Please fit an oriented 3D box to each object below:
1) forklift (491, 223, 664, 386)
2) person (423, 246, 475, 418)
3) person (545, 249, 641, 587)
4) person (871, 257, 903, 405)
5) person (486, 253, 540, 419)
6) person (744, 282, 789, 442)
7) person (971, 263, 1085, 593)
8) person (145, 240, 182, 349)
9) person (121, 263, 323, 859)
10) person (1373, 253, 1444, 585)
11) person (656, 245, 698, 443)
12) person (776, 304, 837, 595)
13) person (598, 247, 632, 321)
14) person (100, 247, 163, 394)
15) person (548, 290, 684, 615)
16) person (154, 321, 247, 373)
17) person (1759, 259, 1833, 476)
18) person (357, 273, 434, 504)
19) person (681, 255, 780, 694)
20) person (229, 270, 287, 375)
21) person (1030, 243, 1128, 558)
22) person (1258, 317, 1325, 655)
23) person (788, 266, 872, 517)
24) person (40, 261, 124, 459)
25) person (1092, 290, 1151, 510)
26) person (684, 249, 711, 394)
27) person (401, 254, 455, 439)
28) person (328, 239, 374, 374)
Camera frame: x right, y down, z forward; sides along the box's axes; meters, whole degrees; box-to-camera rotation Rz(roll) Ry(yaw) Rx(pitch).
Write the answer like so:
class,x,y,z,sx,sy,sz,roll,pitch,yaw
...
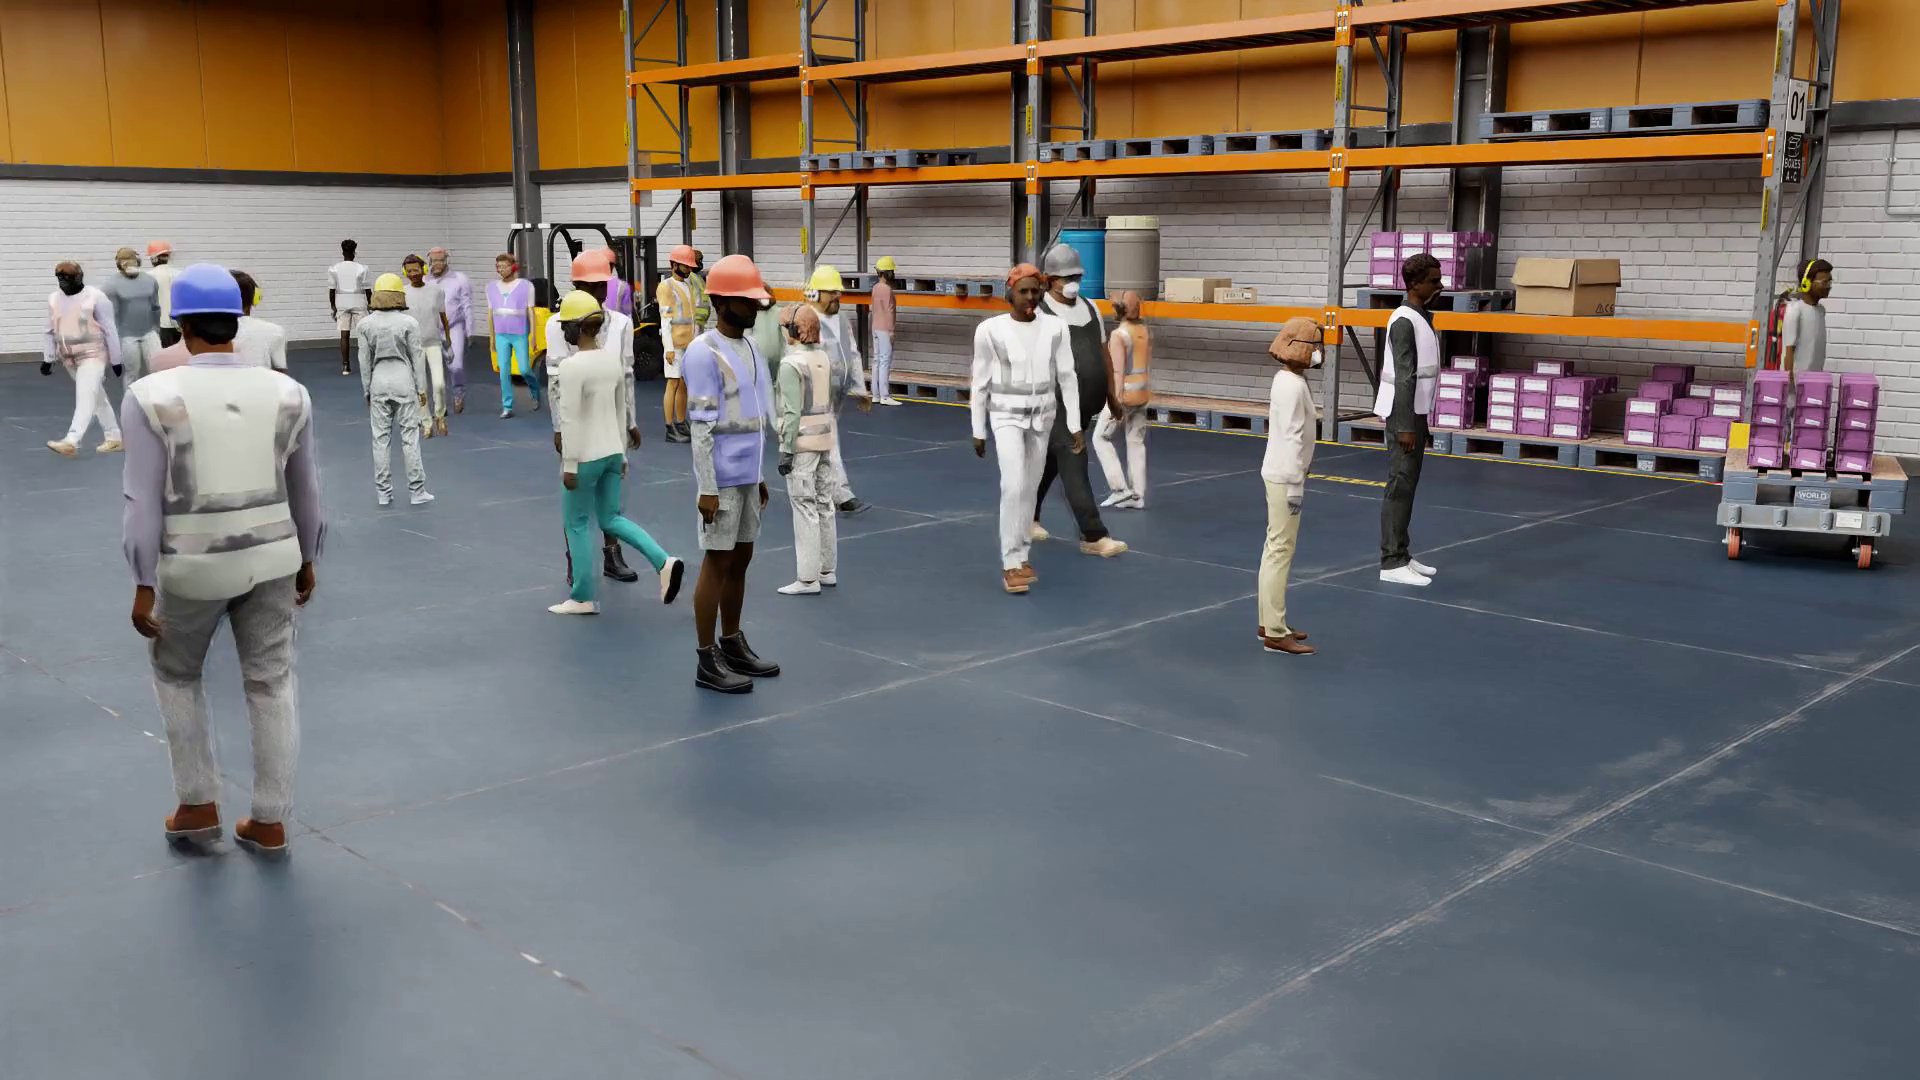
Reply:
class,x,y,z,sx,sy,sz,roll,pitch,yaw
forklift,-5.316,-3.263,22.920,2.313,2.155,1.214,-10,14,-44
person,-5.746,-2.306,18.496,0.660,1.893,0.414,0,10,2
person,-2.105,-0.698,9.630,0.543,1.939,0.360,-8,13,-37
person,-0.891,-2.491,19.877,0.313,1.769,0.523,-4,11,-23
person,-4.971,-2.282,18.572,0.570,1.831,0.655,1,10,7
person,-1.940,-1.771,16.470,0.506,1.574,0.893,-9,13,-39
person,0.405,-0.632,9.496,0.599,1.859,0.766,-4,11,-22
person,-9.416,-2.528,19.564,0.942,1.953,0.625,5,11,25
person,-2.420,0.072,5.448,0.658,1.926,0.633,-10,14,-42
person,2.633,-0.710,9.750,0.391,1.920,0.593,4,11,21
person,-2.726,-1.917,16.306,0.368,1.929,0.542,3,11,18
person,-0.872,-0.506,9.398,0.310,1.638,0.523,4,11,21
person,-3.785,-2.167,17.782,0.553,1.883,0.991,-3,11,-14
person,-8.780,-2.150,17.680,0.608,1.889,0.655,8,13,36
person,-1.862,-0.439,8.780,0.668,1.743,0.526,4,11,21
person,-4.129,-0.527,9.209,0.538,1.740,0.565,0,10,1
person,6.097,-1.099,12.048,0.545,1.852,0.446,-8,13,-38
person,-4.263,-1.132,12.552,0.483,1.736,0.311,0,10,0
person,-0.997,-0.295,7.434,0.373,1.934,0.552,4,11,19
person,-4.351,-0.726,10.138,0.493,1.815,0.995,-9,14,-40
person,0.658,-0.946,10.702,1.075,2.000,0.683,9,14,40
person,1.617,-0.271,8.133,0.285,1.631,0.501,1,10,7
person,-0.879,-1.065,12.028,0.866,1.796,0.596,7,13,34
person,-8.068,-1.647,15.208,0.631,1.780,0.984,3,11,18
person,1.211,-1.022,12.248,0.399,1.625,0.524,8,13,37
person,-3.395,-2.778,21.241,0.429,1.839,0.633,1,10,6
person,-5.322,-1.915,16.552,0.542,1.831,0.447,-3,11,-14
person,-8.877,-3.398,24.274,0.614,1.963,0.362,-2,11,-9
